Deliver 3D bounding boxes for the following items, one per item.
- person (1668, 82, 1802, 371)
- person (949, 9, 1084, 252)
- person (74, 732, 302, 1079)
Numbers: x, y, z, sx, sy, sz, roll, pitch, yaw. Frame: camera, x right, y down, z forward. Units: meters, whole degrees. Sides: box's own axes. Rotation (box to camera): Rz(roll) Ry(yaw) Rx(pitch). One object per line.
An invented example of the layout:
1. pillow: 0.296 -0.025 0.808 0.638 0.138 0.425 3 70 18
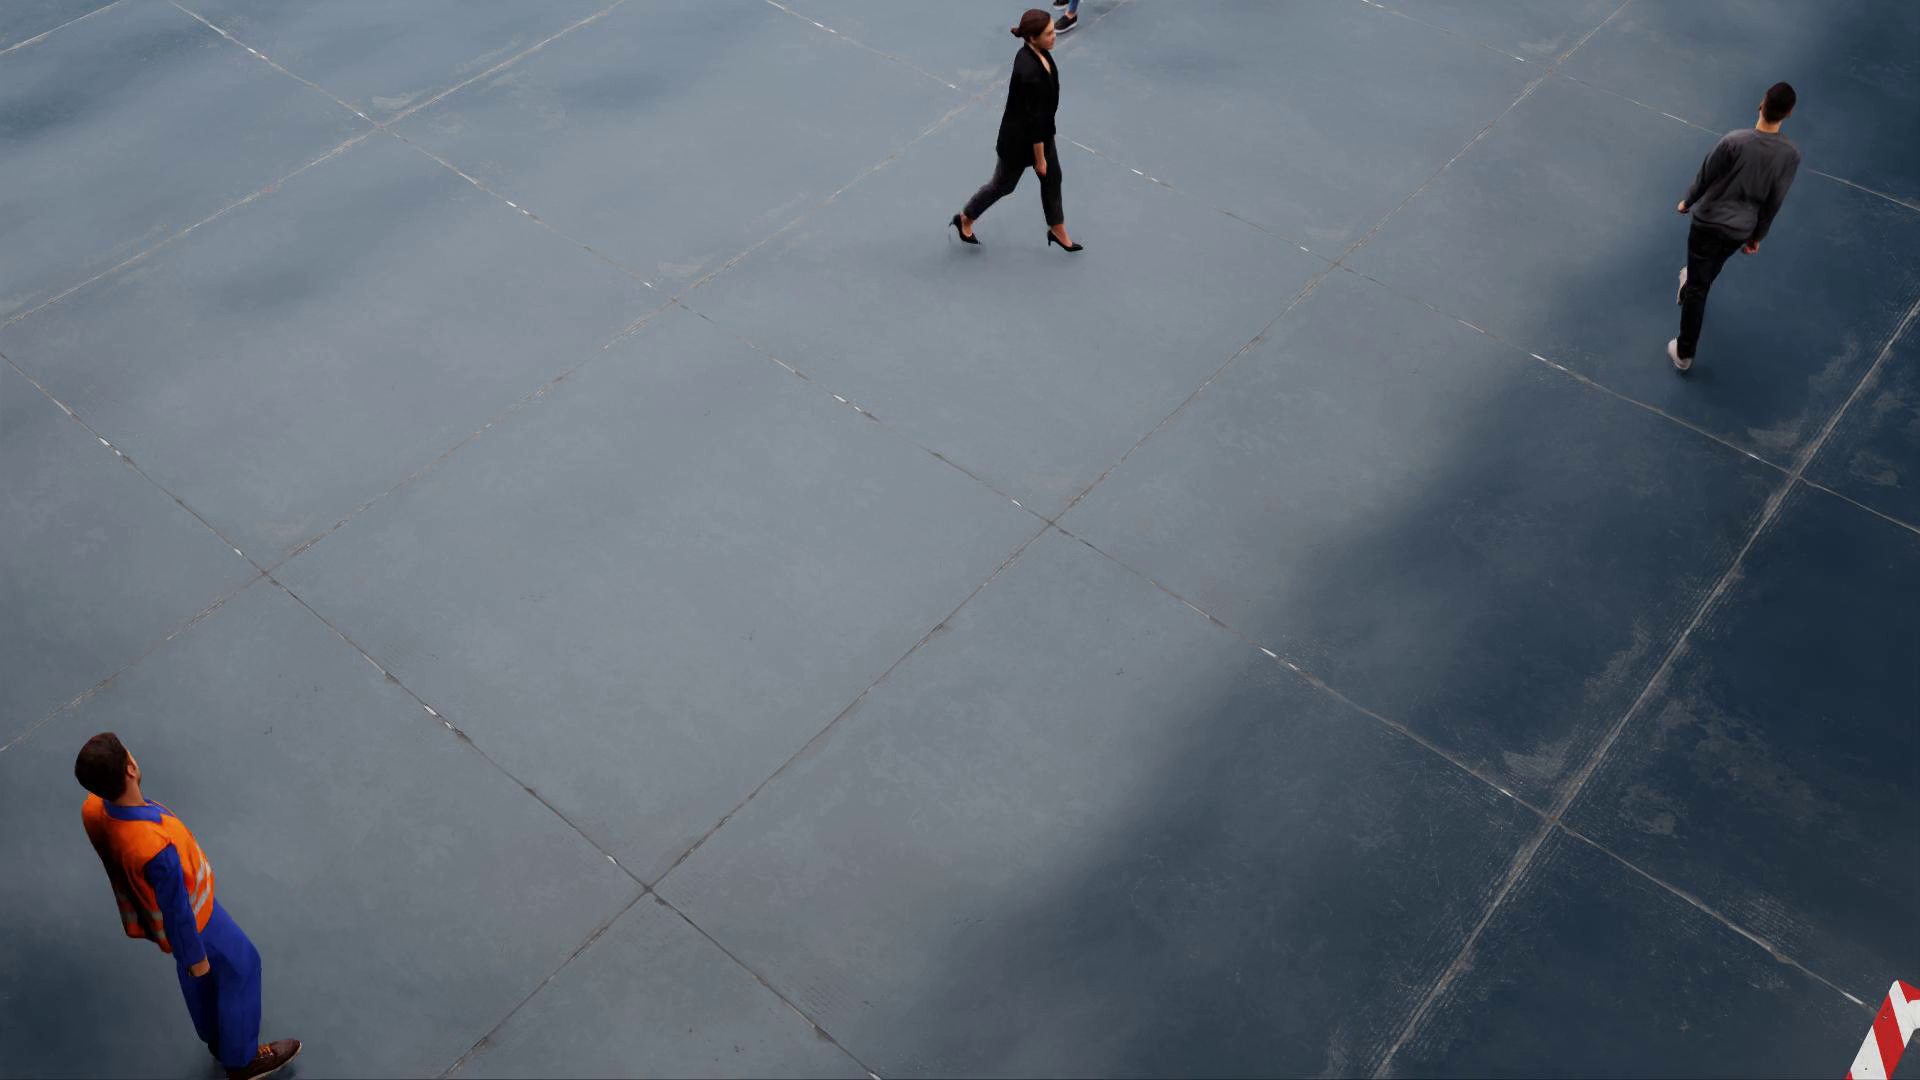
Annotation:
1. person: 4.369 -1.749 9.512 1.142 1.718 1.049 7 48 7
2. person: 0.317 -2.445 10.183 1.201 1.677 1.018 7 48 6
3. person: -3.048 1.503 6.437 0.839 1.818 0.608 -32 55 -26
